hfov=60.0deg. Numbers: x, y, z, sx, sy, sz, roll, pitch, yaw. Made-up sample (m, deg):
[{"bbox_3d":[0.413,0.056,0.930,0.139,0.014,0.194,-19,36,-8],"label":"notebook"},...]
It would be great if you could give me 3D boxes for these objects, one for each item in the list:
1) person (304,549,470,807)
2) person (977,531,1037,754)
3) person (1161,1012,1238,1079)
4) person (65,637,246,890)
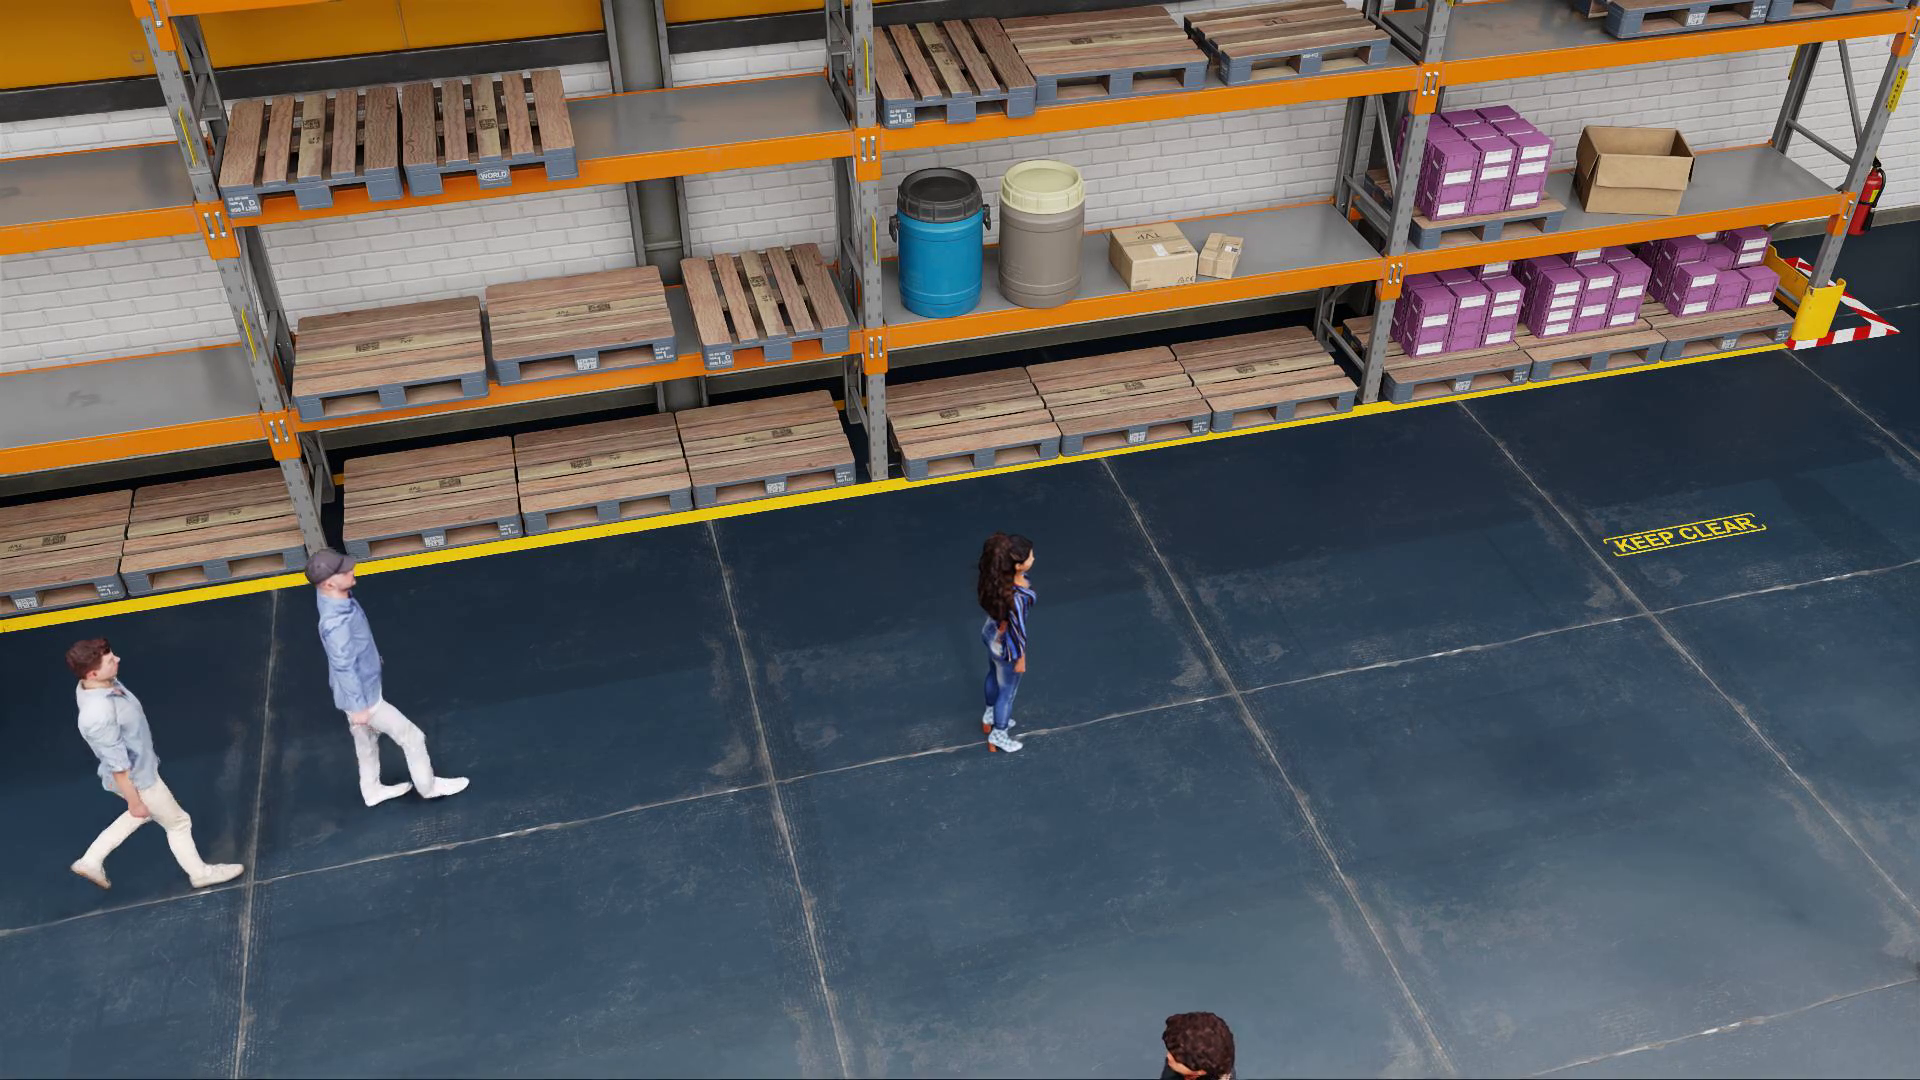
[{"bbox_3d":[-3.445,0.835,9.331,0.882,1.872,0.761,-16,41,-20],"label":"person"},{"bbox_3d":[0.264,0.600,9.826,0.529,1.621,0.596,-10,40,-12],"label":"person"},{"bbox_3d":[1.076,2.645,7.174,1.140,1.735,0.725,-3,39,-4],"label":"person"},{"bbox_3d":[-4.480,1.270,8.824,1.104,1.825,0.782,-17,42,-20],"label":"person"}]
